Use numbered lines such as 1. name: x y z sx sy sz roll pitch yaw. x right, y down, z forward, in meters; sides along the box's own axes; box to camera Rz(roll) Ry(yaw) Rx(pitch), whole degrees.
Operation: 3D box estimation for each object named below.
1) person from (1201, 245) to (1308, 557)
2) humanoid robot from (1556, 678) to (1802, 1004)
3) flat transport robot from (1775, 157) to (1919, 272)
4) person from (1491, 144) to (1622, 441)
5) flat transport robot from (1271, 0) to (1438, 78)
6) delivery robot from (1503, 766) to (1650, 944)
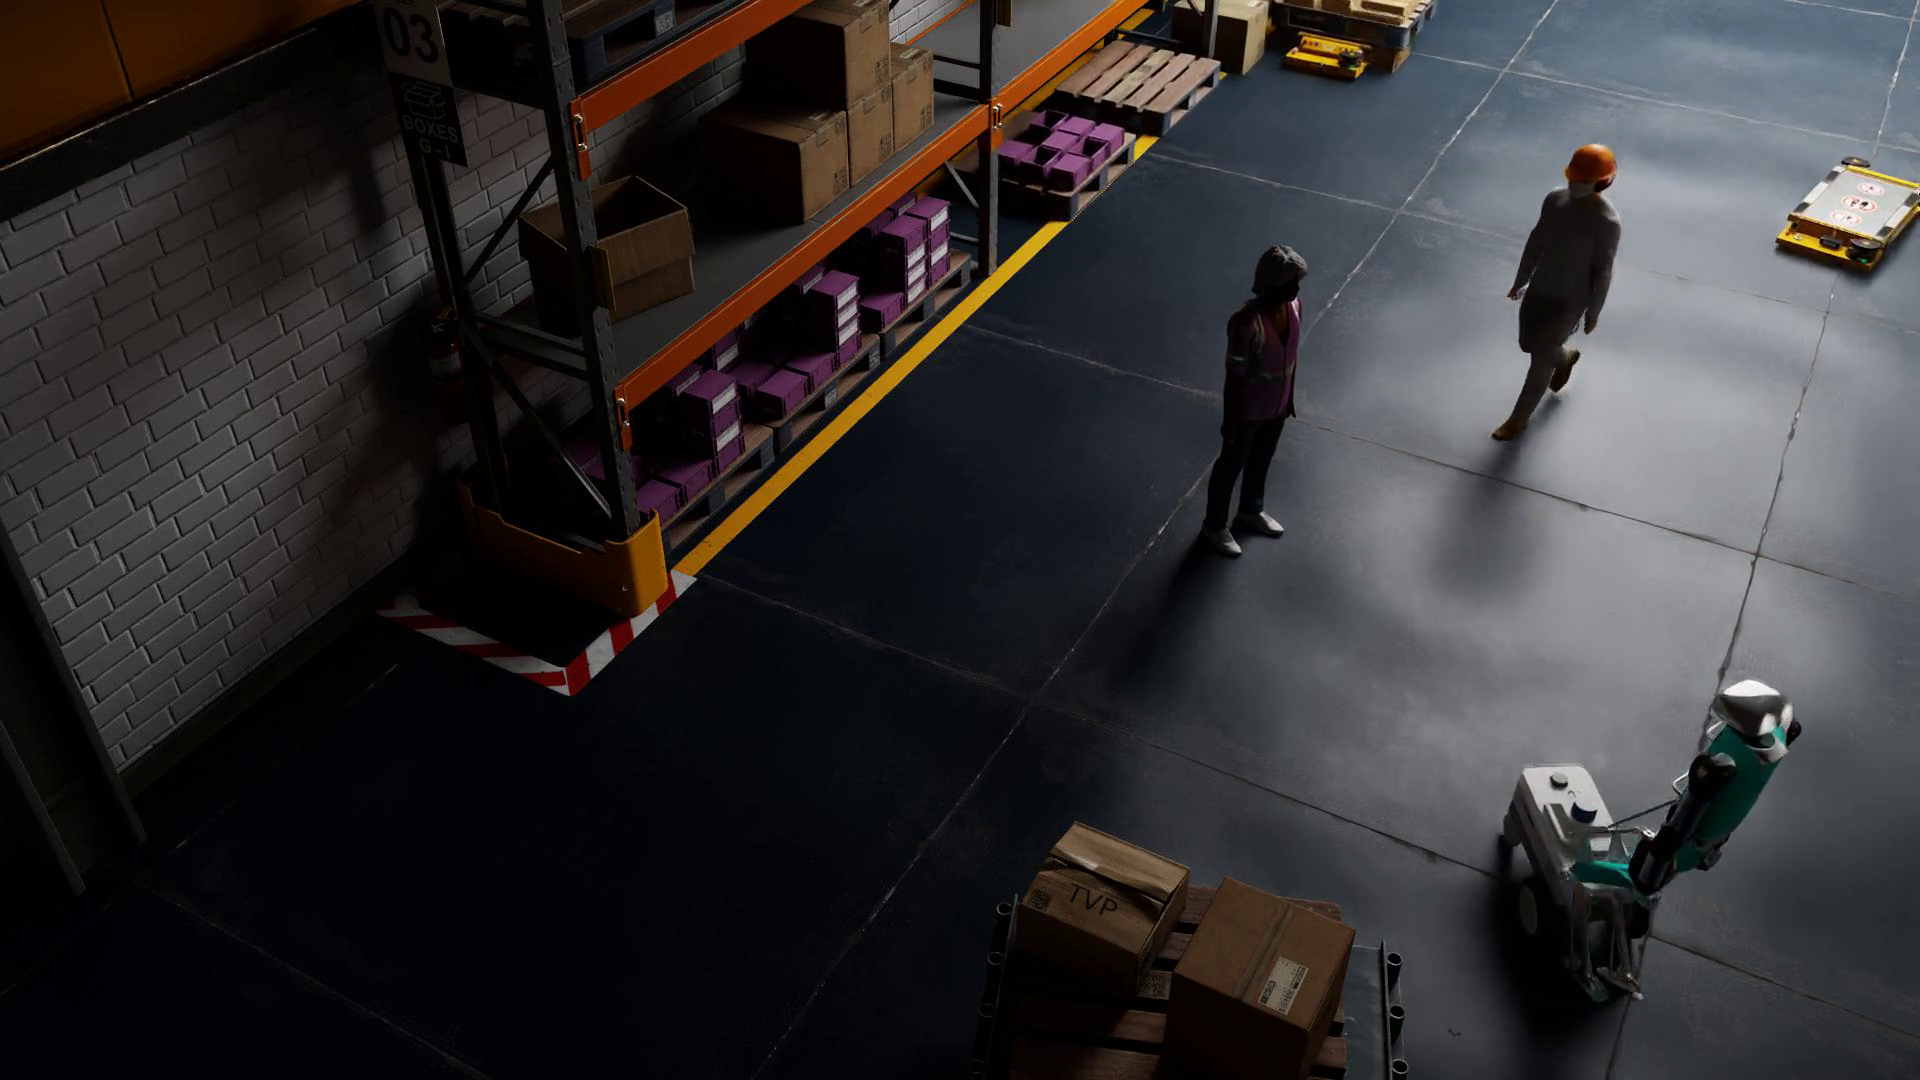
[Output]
1. person: 1.589 -0.740 8.887 0.520 1.841 0.315 -25 45 -28
2. humanoid robot: 2.722 1.156 6.610 0.547 1.801 0.714 -24 44 -27
3. flat transport robot: 6.592 -2.406 12.227 0.659 0.231 1.431 28 46 30
4. person: 3.584 -1.501 9.823 0.757 1.872 0.570 -22 44 -26
5. flat transport robot: 3.472 -4.513 14.861 0.659 0.231 1.431 20 43 23
6. delivery robot: 2.683 1.373 7.280 0.499 0.601 0.783 -2 39 -3
